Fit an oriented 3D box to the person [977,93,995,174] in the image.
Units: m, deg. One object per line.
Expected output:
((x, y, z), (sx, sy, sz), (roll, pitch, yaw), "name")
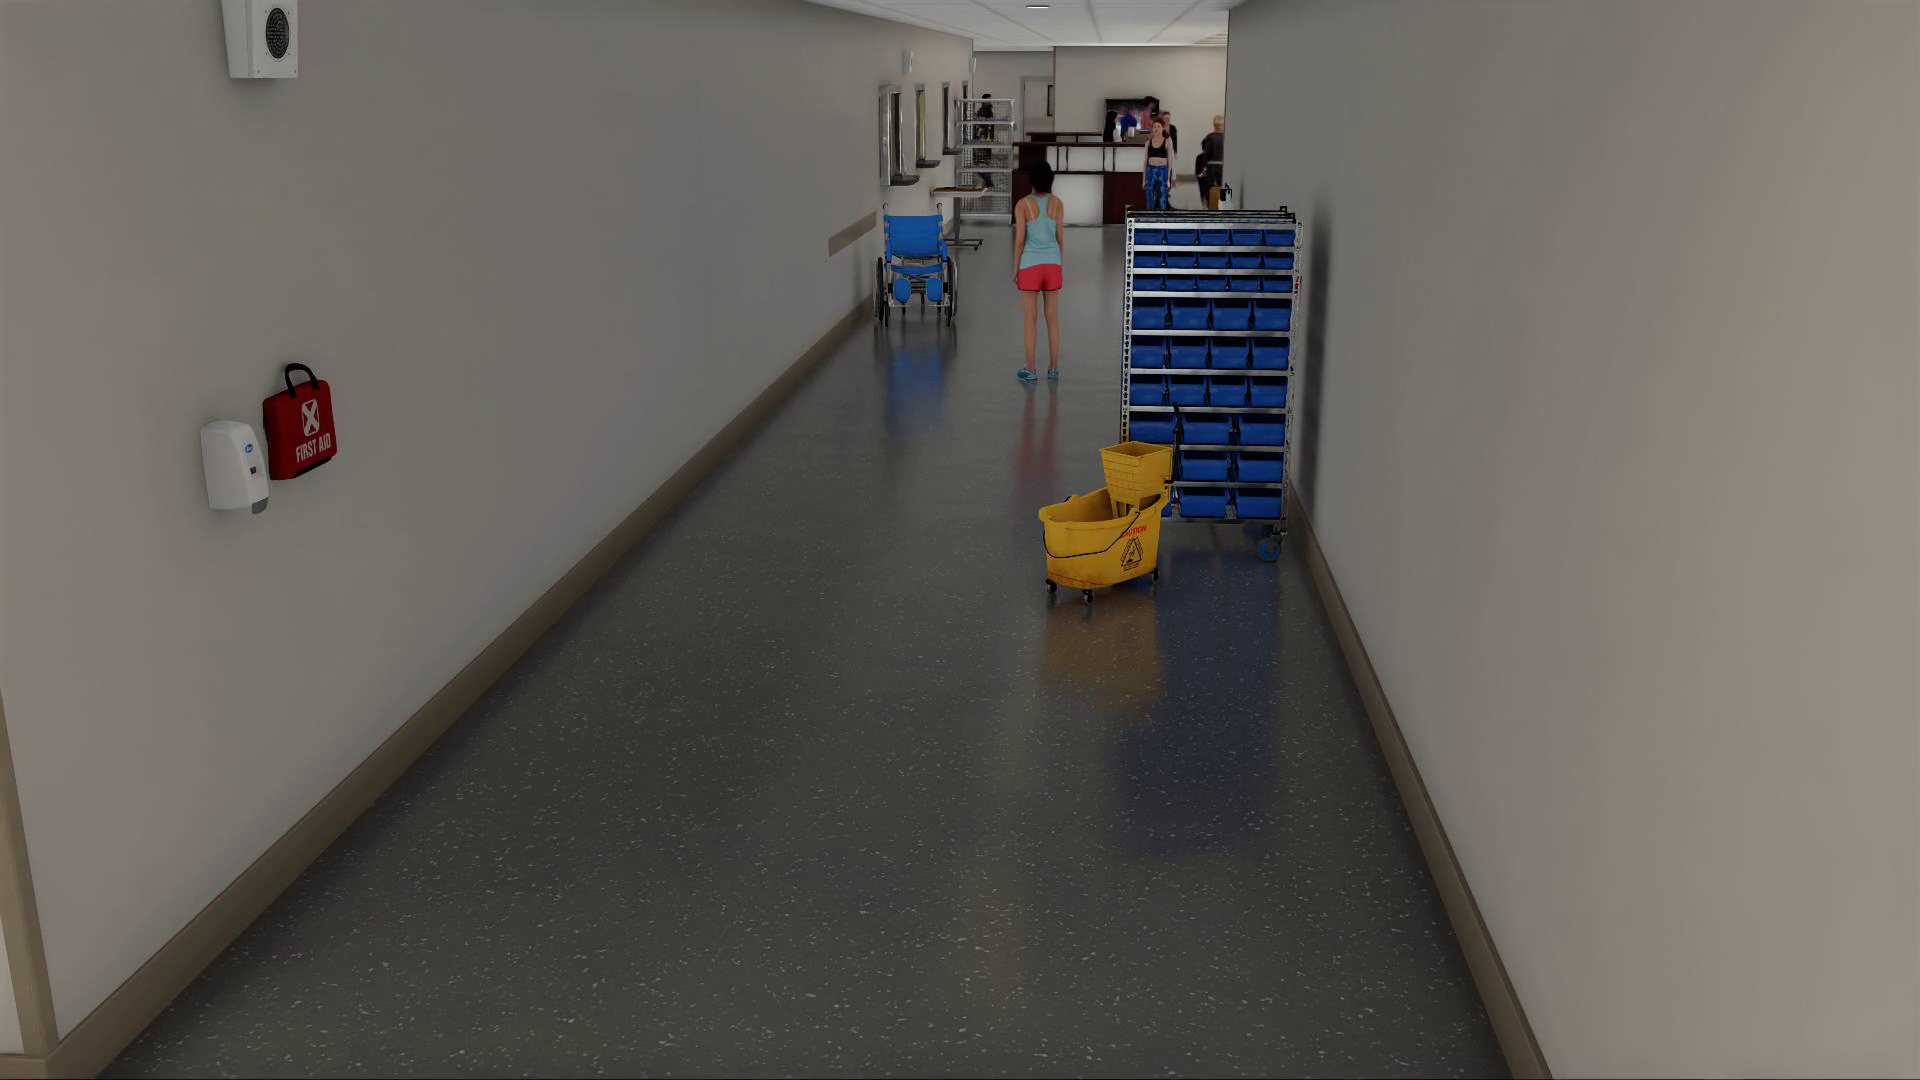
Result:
((0.630, -10.011, 40.940), (0.808, 1.927, 0.874), (7, 17, 24), "person")

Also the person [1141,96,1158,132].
((3.780, -8.212, 34.516), (0.754, 1.951, 0.773), (-2, 16, -7), "person")

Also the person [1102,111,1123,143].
((2.531, -6.280, 27.925), (0.727, 1.809, 0.691), (-10, 19, -32), "person")

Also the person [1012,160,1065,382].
((0.646, -2.184, 13.480), (0.623, 1.765, 0.730), (-4, 16, -13), "person")

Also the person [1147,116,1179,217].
((3.094, -5.503, 25.249), (1.178, 1.766, 1.189), (14, 21, 41), "person")

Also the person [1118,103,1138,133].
((3.511, -8.171, 34.624), (0.949, 1.812, 0.983), (-14, 21, -41), "person")

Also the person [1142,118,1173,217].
((2.867, -5.223, 24.218), (0.586, 1.785, 0.687), (5, 17, 17), "person")

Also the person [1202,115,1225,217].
((4.407, -6.398, 28.519), (0.676, 1.714, 0.733), (-1, 16, -4), "person")
